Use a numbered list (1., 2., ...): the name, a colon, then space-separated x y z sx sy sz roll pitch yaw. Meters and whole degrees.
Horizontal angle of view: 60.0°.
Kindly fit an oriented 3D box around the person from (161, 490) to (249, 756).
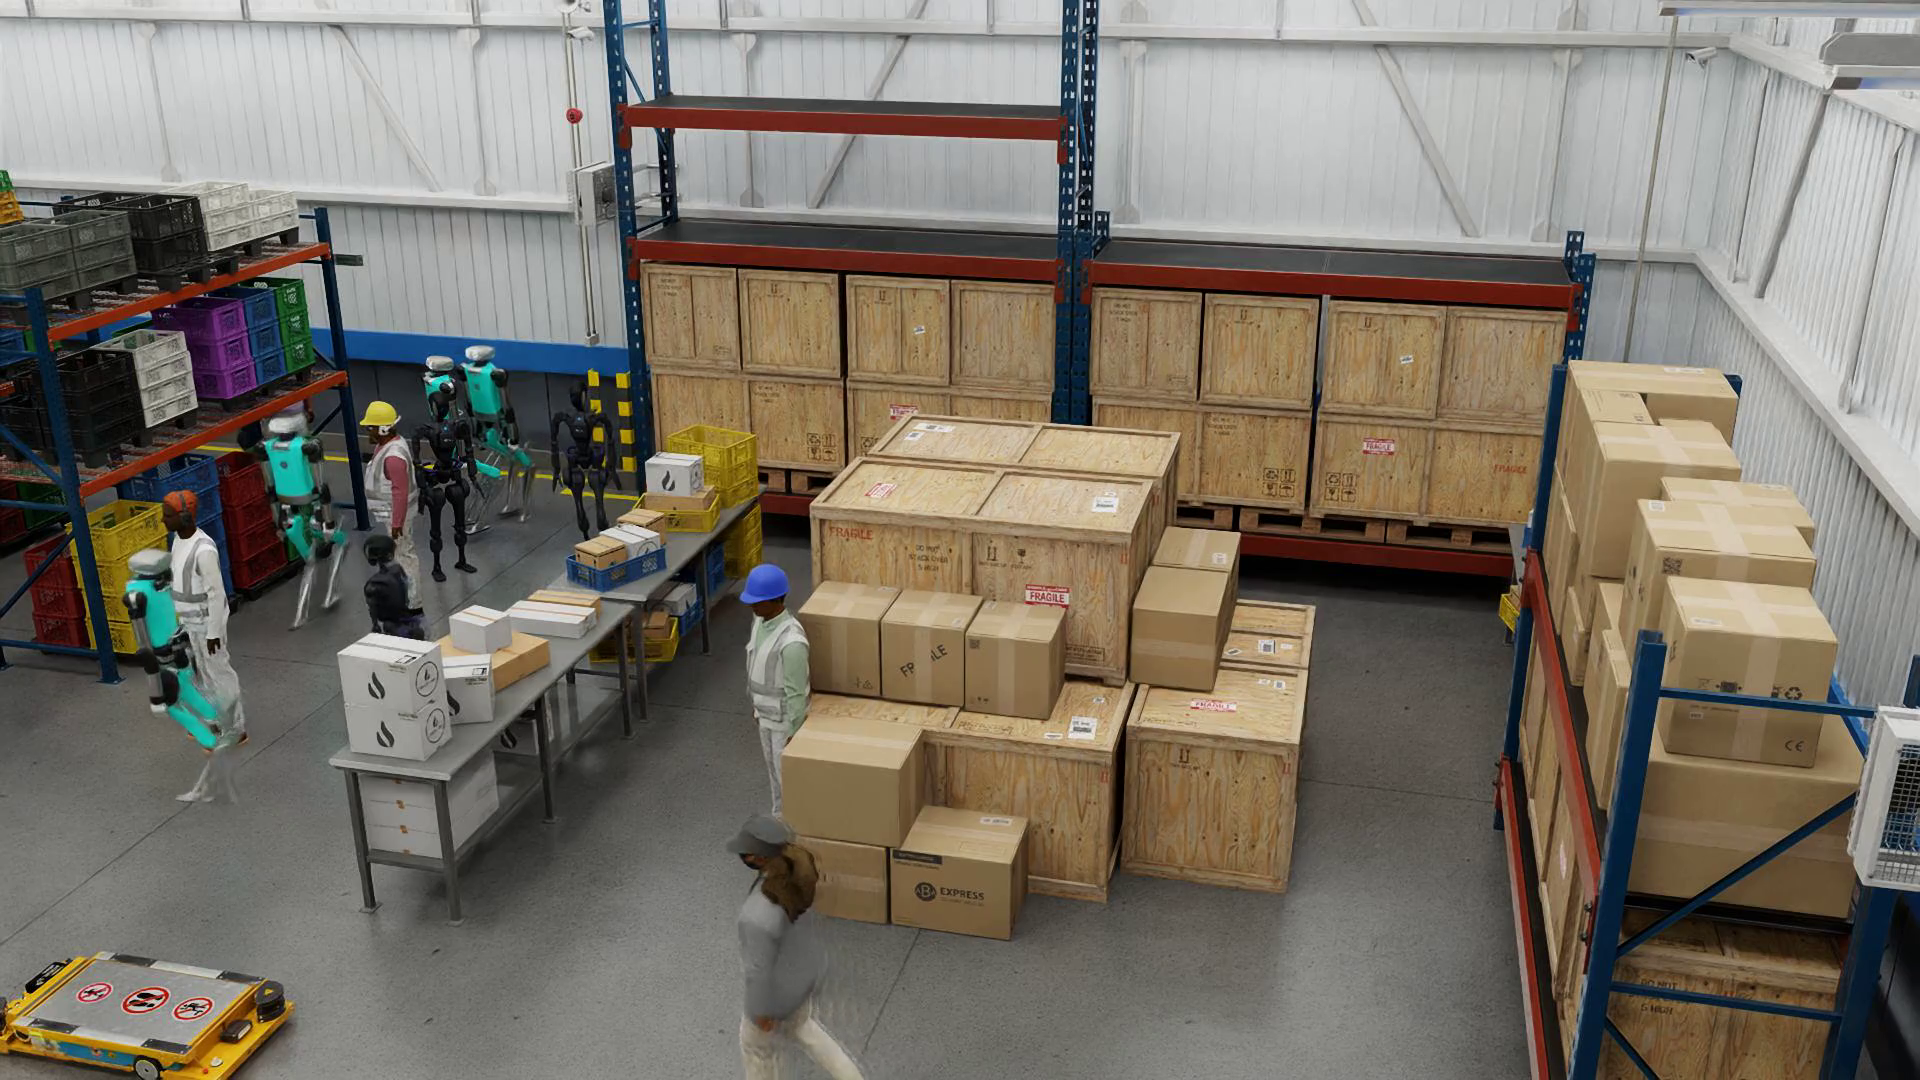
1. person: -5.169 0.554 11.337 0.355 1.882 0.573 -18 27 -38

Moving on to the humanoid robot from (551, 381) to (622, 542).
1. humanoid robot: -3.316 -0.625 14.716 0.616 1.635 0.430 -2 21 -4

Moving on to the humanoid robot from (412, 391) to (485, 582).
1. humanoid robot: -4.415 -0.481 14.316 0.599 1.654 0.315 -18 27 -38

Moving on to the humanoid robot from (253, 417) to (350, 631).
1. humanoid robot: -5.259 -0.193 13.491 0.543 1.764 0.887 2 21 6

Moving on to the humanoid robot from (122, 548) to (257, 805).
1. humanoid robot: -4.815 0.948 10.661 0.767 1.876 0.543 -1 21 -2

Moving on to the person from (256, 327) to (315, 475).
1. person: -6.489 -1.267 15.873 0.606 2.048 0.366 -9 23 -22

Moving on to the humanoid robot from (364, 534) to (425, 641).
1. humanoid robot: -3.845 0.744 11.170 0.753 1.631 0.603 2 21 6

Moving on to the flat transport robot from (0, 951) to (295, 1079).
1. flat transport robot: -4.270 2.464 8.601 1.431 0.231 0.659 5 22 13

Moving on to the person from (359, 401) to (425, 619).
1. person: -4.592 -0.237 13.476 0.404 1.832 0.591 -9 23 -22

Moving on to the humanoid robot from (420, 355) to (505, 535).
1. humanoid robot: -4.450 -0.898 15.151 0.735 1.677 0.533 -17 27 -37

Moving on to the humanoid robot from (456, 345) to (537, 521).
1. humanoid robot: -4.268 -1.003 15.660 0.540 1.793 0.772 9 23 23

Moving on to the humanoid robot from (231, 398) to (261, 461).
1. humanoid robot: -6.738 -1.093 15.922 0.387 1.646 0.611 -2 21 -6

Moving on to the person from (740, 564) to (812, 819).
1. person: -1.094 1.041 9.992 0.410 1.939 0.608 -10 23 -24

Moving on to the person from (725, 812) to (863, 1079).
1. person: -0.778 2.027 7.667 0.663 1.738 0.570 8 22 20
